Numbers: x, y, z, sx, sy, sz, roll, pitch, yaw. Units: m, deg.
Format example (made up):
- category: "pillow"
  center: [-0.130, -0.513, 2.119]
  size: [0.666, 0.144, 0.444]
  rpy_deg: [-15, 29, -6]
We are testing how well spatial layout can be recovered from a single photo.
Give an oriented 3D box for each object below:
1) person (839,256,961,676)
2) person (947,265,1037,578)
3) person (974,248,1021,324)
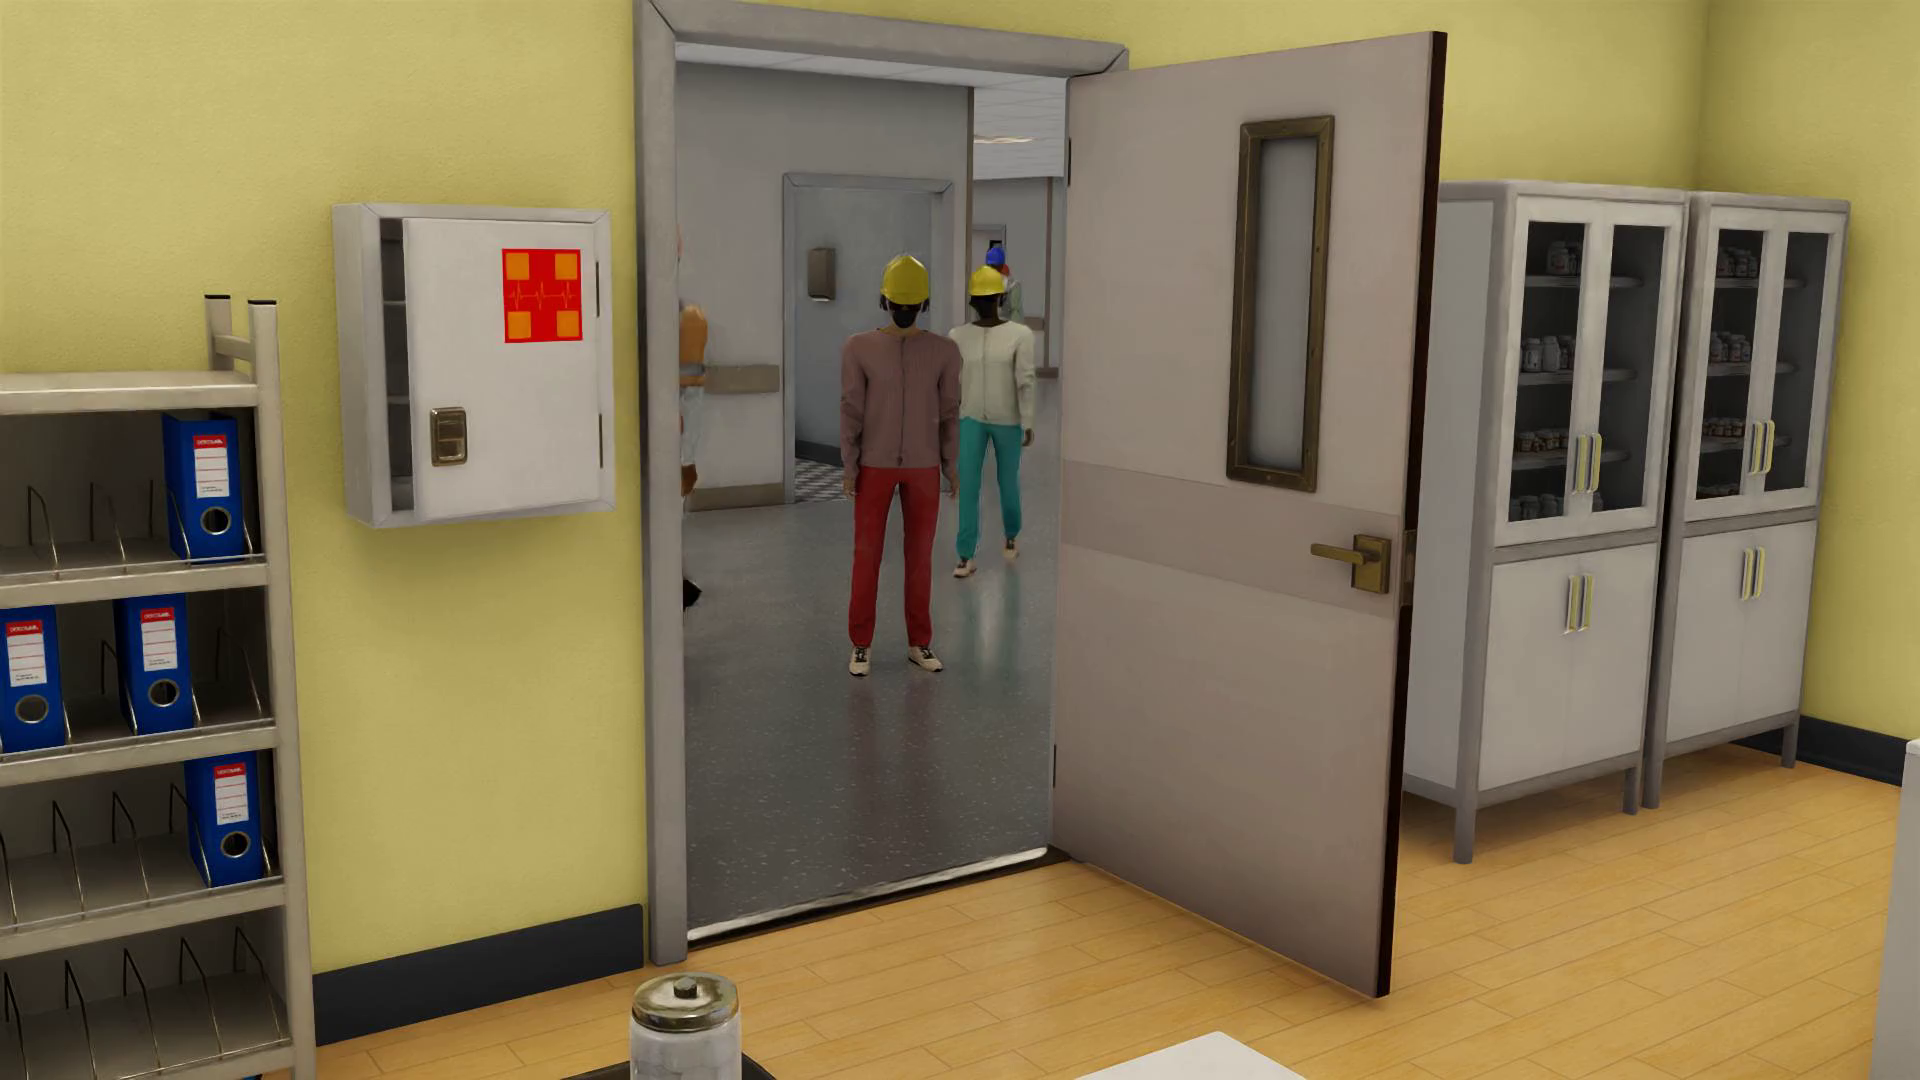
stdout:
- category: "person"
  center: [-0.248, -0.302, 6.993]
  size: [0.523, 1.759, 0.335]
  rpy_deg: [-2, 10, -14]
- category: "person"
  center: [0.185, -0.694, 9.470]
  size: [0.531, 1.730, 0.882]
  rpy_deg: [3, 10, 10]
- category: "person"
  center: [0.398, -2.375, 19.029]
  size: [0.653, 1.889, 0.991]
  rpy_deg: [5, 10, 25]
